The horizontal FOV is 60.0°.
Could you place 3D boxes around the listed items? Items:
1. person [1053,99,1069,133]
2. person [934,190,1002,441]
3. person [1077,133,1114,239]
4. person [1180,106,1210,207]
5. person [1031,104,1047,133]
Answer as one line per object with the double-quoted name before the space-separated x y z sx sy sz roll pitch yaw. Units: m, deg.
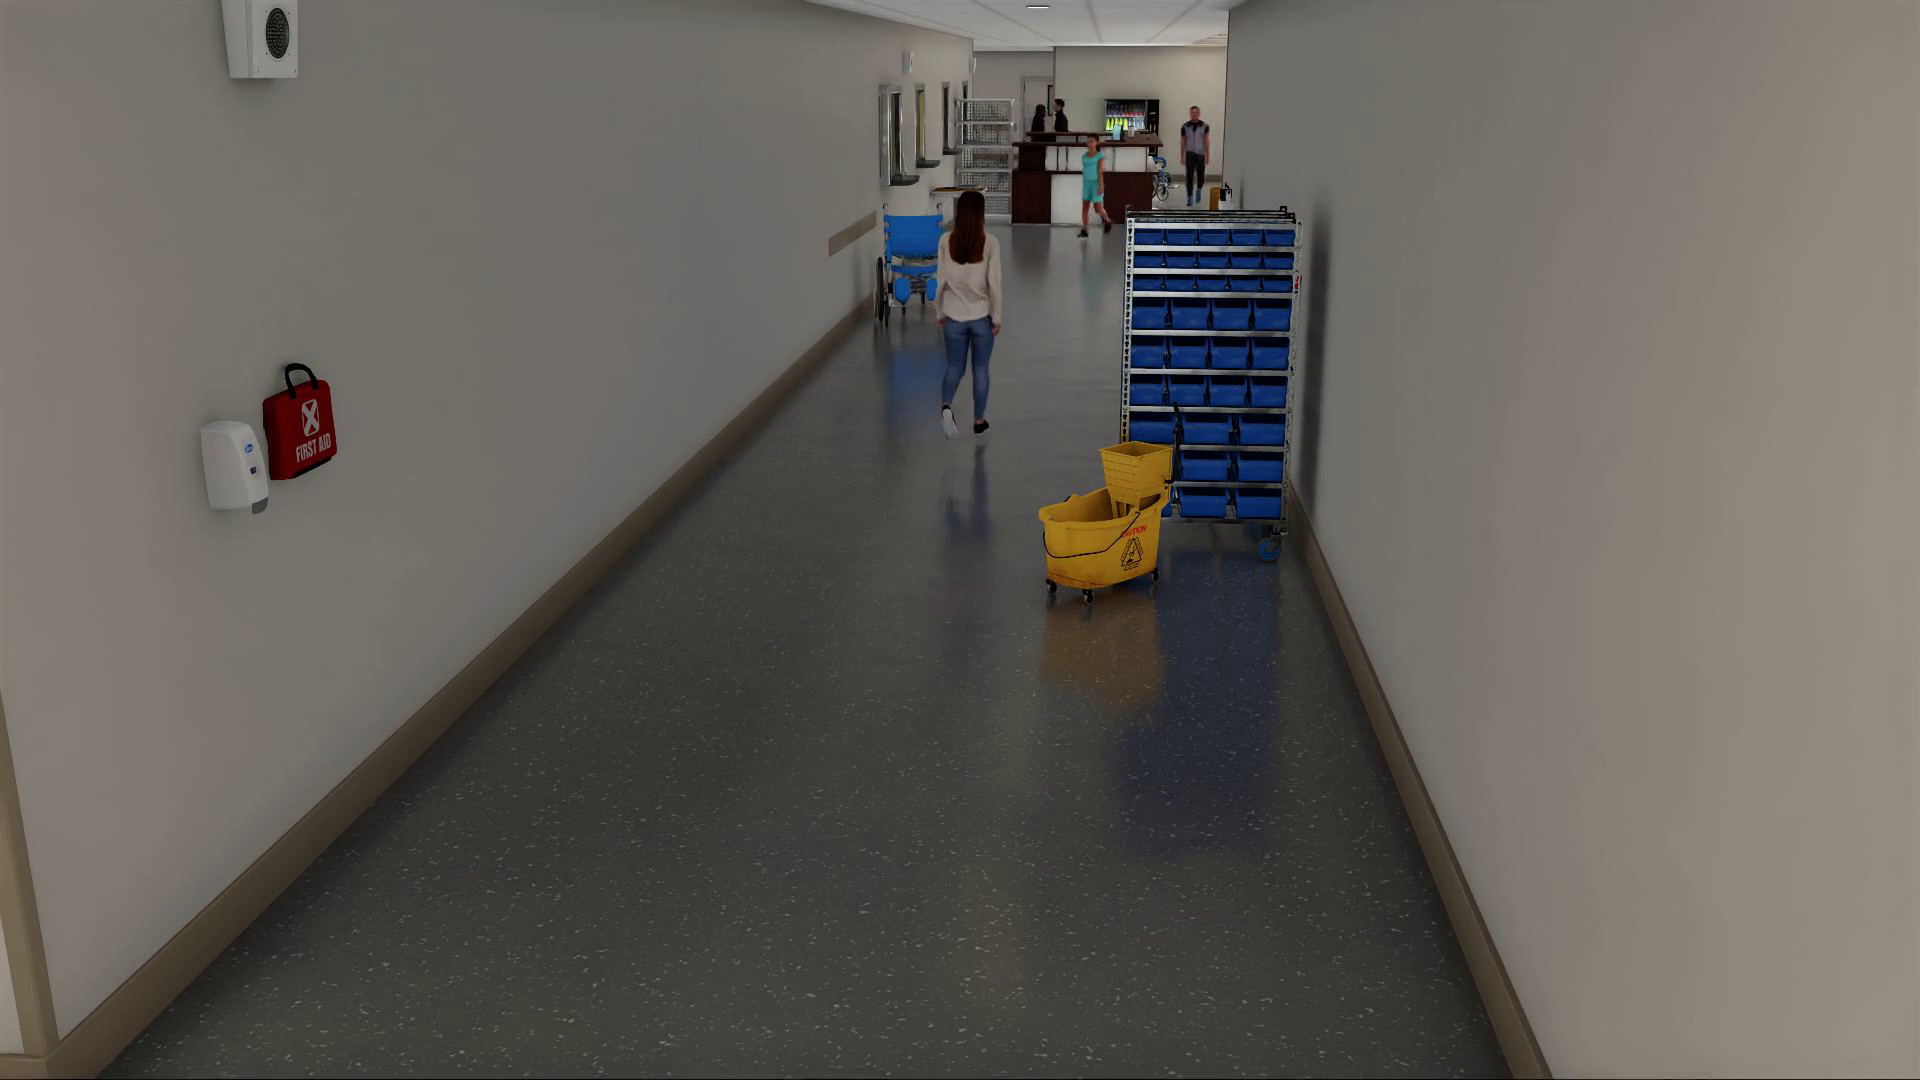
"person" 2.121 -8.025 33.948 0.755 1.900 0.691 2 16 8
"person" 0.046 -1.455 11.063 1.013 1.671 0.778 4 16 13
"person" 2.044 -5.334 25.066 0.984 1.539 0.970 14 21 40
"person" 4.380 -7.132 30.953 1.009 1.805 0.806 3 16 10
"person" 1.481 -7.788 33.282 0.650 1.805 0.681 2 16 5
